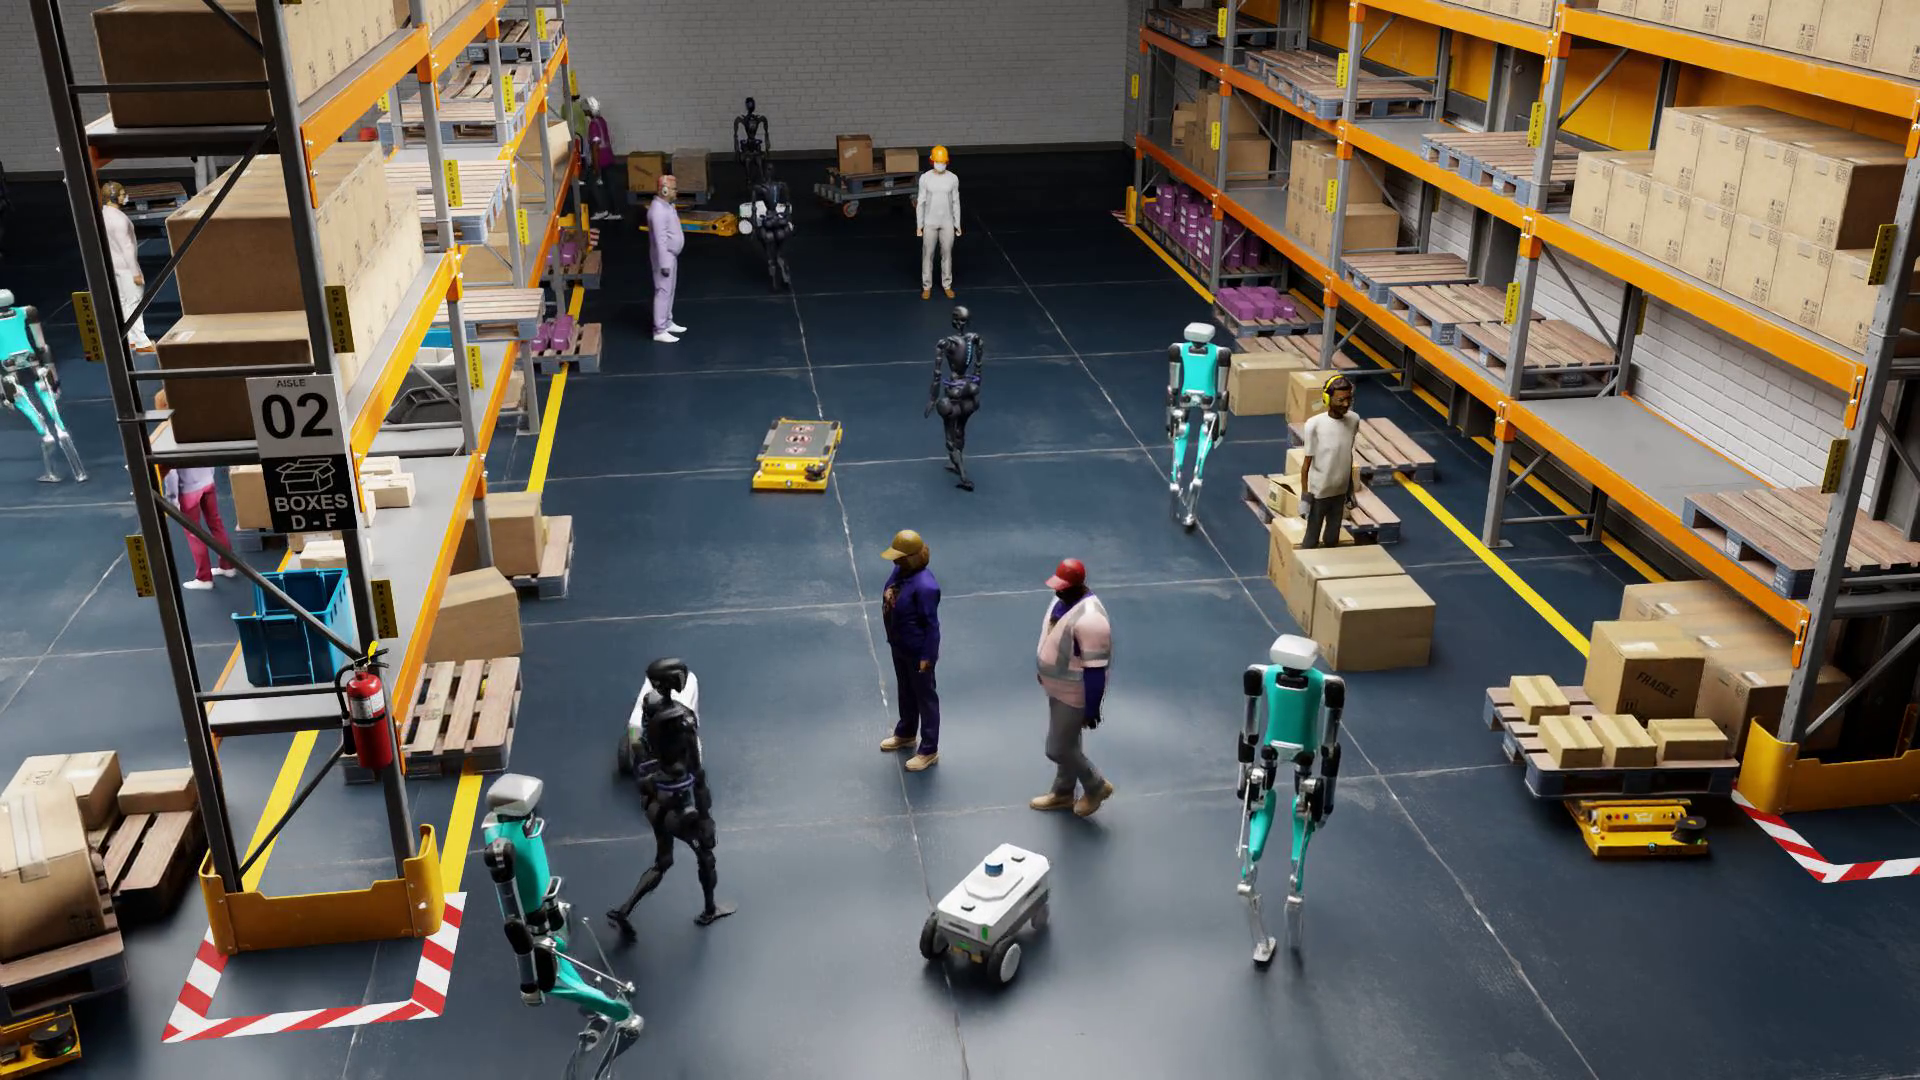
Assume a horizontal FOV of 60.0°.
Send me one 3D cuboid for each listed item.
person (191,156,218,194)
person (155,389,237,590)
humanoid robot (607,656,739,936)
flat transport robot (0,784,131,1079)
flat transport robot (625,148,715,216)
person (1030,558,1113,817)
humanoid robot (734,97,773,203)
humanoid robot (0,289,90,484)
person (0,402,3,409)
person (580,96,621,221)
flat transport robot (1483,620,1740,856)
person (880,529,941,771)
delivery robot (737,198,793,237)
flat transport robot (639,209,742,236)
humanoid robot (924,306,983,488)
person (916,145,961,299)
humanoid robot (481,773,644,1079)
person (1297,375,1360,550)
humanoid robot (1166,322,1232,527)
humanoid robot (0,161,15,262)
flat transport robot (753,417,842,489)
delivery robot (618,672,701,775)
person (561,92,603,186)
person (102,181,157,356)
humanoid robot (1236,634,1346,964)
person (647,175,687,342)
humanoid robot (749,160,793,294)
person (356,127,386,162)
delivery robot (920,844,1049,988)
[{"bbox_3d":[-11.521,-5.932,25.254,0.430,1.830,0.634,3,24,6],"label":"person"},{"bbox_3d":[-5.952,-0.396,12.893,0.283,1.628,0.503,7,25,15],"label":"person"},{"bbox_3d":[-1.593,1.390,8.814,0.694,1.635,0.610,-20,31,-38],"label":"humanoid robot"},{"bbox_3d":[-4.920,2.281,8.480,0.659,0.231,1.431,-14,27,-28],"label":"flat transport robot"},{"bbox_3d":[-4.377,-5.119,25.339,0.659,0.231,1.431,0,24,0],"label":"flat transport robot"},{"bbox_3d":[0.649,0.877,9.849,0.419,1.738,0.647,-5,24,-12],"label":"person"},{"bbox_3d":[-3.164,-5.907,25.374,0.600,1.651,0.347,-8,25,-17],"label":"humanoid robot"},{"bbox_3d":[-8.249,-1.304,14.833,0.610,1.783,0.818,-19,30,-36],"label":"humanoid robot"},{"bbox_3d":[-10.071,-2.241,16.694,0.491,1.952,0.422,-16,28,-32],"label":"person"},{"bbox_3d":[-5.324,-5.597,24.490,0.554,1.824,0.593,4,24,8],"label":"person"},{"bbox_3d":[4.004,1.482,10.303,0.659,0.231,1.431,-1,24,-2],"label":"flat transport robot"},{"bbox_3d":[-0.322,0.674,10.457,0.354,1.619,0.456,-14,27,-28],"label":"person"},{"bbox_3d":[-2.820,-4.660,23.961,0.811,0.613,0.499,4,24,10],"label":"delivery robot"},{"bbox_3d":[-3.883,-4.618,24.198,1.431,0.231,0.659,6,24,13],"label":"flat transport robot"},{"bbox_3d":[-0.045,-1.293,14.909,0.590,1.649,0.609,-19,30,-36],"label":"humanoid robot"},{"bbox_3d":[-0.269,-3.939,20.633,0.558,1.896,0.357,-4,24,-9],"label":"person"},{"bbox_3d":[-1.724,1.887,7.593,0.802,1.803,0.544,0,24,-1],"label":"humanoid robot"},{"bbox_3d":[2.767,-0.341,12.465,0.527,1.871,0.322,-12,27,-26],"label":"person"},{"bbox_3d":[1.925,-0.870,13.867,0.537,1.796,0.834,8,25,17],"label":"humanoid robot"},{"bbox_3d":[-13.138,-4.597,22.433,0.635,1.632,0.613,19,30,37],"label":"humanoid robot"},{"bbox_3d":[-1.503,-0.815,15.535,0.659,0.231,1.431,1,24,2],"label":"flat transport robot"},{"bbox_3d":[-1.901,1.166,10.686,0.499,0.611,0.812,0,24,0],"label":"delivery robot"},{"bbox_3d":[-6.118,-6.515,26.846,0.595,1.607,0.363,10,26,21],"label":"person"},{"bbox_3d":[-9.257,-3.022,18.487,0.359,1.938,0.635,-20,31,-38],"label":"person"},{"bbox_3d":[1.636,1.460,8.624,0.549,1.841,0.820,9,25,19],"label":"humanoid robot"},{"bbox_3d":[-3.347,-3.223,19.015,0.416,1.891,0.635,0,24,0],"label":"person"},{"bbox_3d":[-2.358,-3.927,20.876,0.589,1.648,0.350,-16,28,-32],"label":"humanoid robot"},{"bbox_3d":[-7.992,-4.748,22.658,0.580,1.738,0.368,21,31,39],"label":"person"},{"bbox_3d":[0.172,1.962,8.861,0.499,0.602,0.806,14,27,29],"label":"delivery robot"}]
